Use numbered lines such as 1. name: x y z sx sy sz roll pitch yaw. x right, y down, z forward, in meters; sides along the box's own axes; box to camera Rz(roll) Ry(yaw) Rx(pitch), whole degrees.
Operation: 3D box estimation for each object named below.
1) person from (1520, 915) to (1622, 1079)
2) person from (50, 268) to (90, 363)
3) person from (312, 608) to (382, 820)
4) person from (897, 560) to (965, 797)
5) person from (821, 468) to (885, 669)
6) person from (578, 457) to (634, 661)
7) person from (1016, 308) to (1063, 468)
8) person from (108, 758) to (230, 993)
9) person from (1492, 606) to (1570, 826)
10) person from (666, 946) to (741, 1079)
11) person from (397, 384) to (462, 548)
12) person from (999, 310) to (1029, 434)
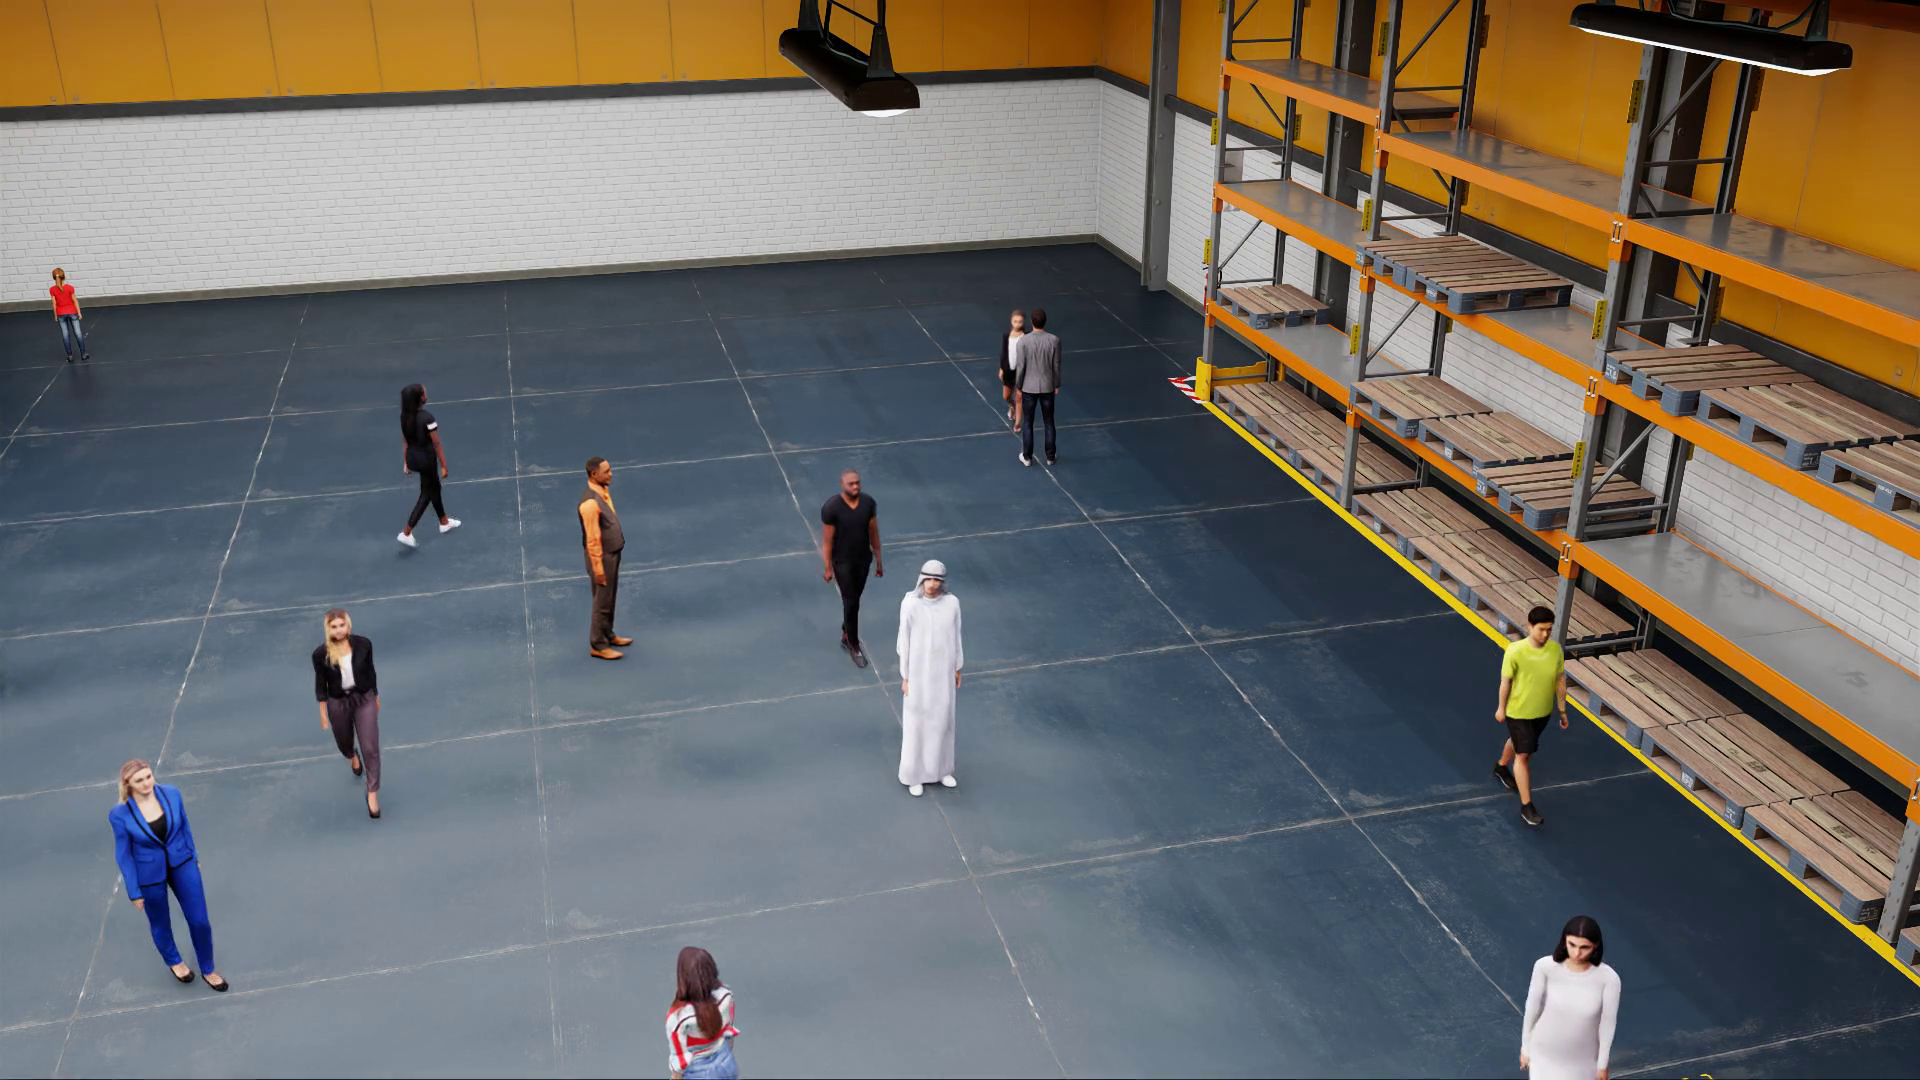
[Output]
1. person: 3.308 2.763 9.031 0.869 1.794 0.942 11 26 23
2. person: -12.427 -3.142 23.144 0.521 1.310 0.526 -10 26 -22
3. person: -4.644 1.264 12.661 0.732 1.634 1.078 -11 26 -23
4. person: -0.233 1.030 12.834 0.731 1.924 0.686 -10 26 -22
5. person: -1.017 0.180 14.928 0.809 1.804 0.950 -13 27 -28
6. person: -3.212 0.146 14.878 0.812 1.907 0.655 1 24 2
7. person: 0.913 -1.777 19.317 0.726 1.874 0.659 -2 24 -4
8. person: -5.154 2.112 10.658 0.937 1.684 0.857 20 31 39
9. person: 4.291 1.244 12.666 0.629 1.667 1.056 -6 24 -13
10. person: -1.354 2.884 8.993 0.667 1.605 0.655 -19 30 -37
11. person: -5.591 -0.746 17.178 1.119 1.699 1.174 12 26 26
12. person: 0.700 -2.112 20.494 0.716 1.546 0.806 3 24 8
